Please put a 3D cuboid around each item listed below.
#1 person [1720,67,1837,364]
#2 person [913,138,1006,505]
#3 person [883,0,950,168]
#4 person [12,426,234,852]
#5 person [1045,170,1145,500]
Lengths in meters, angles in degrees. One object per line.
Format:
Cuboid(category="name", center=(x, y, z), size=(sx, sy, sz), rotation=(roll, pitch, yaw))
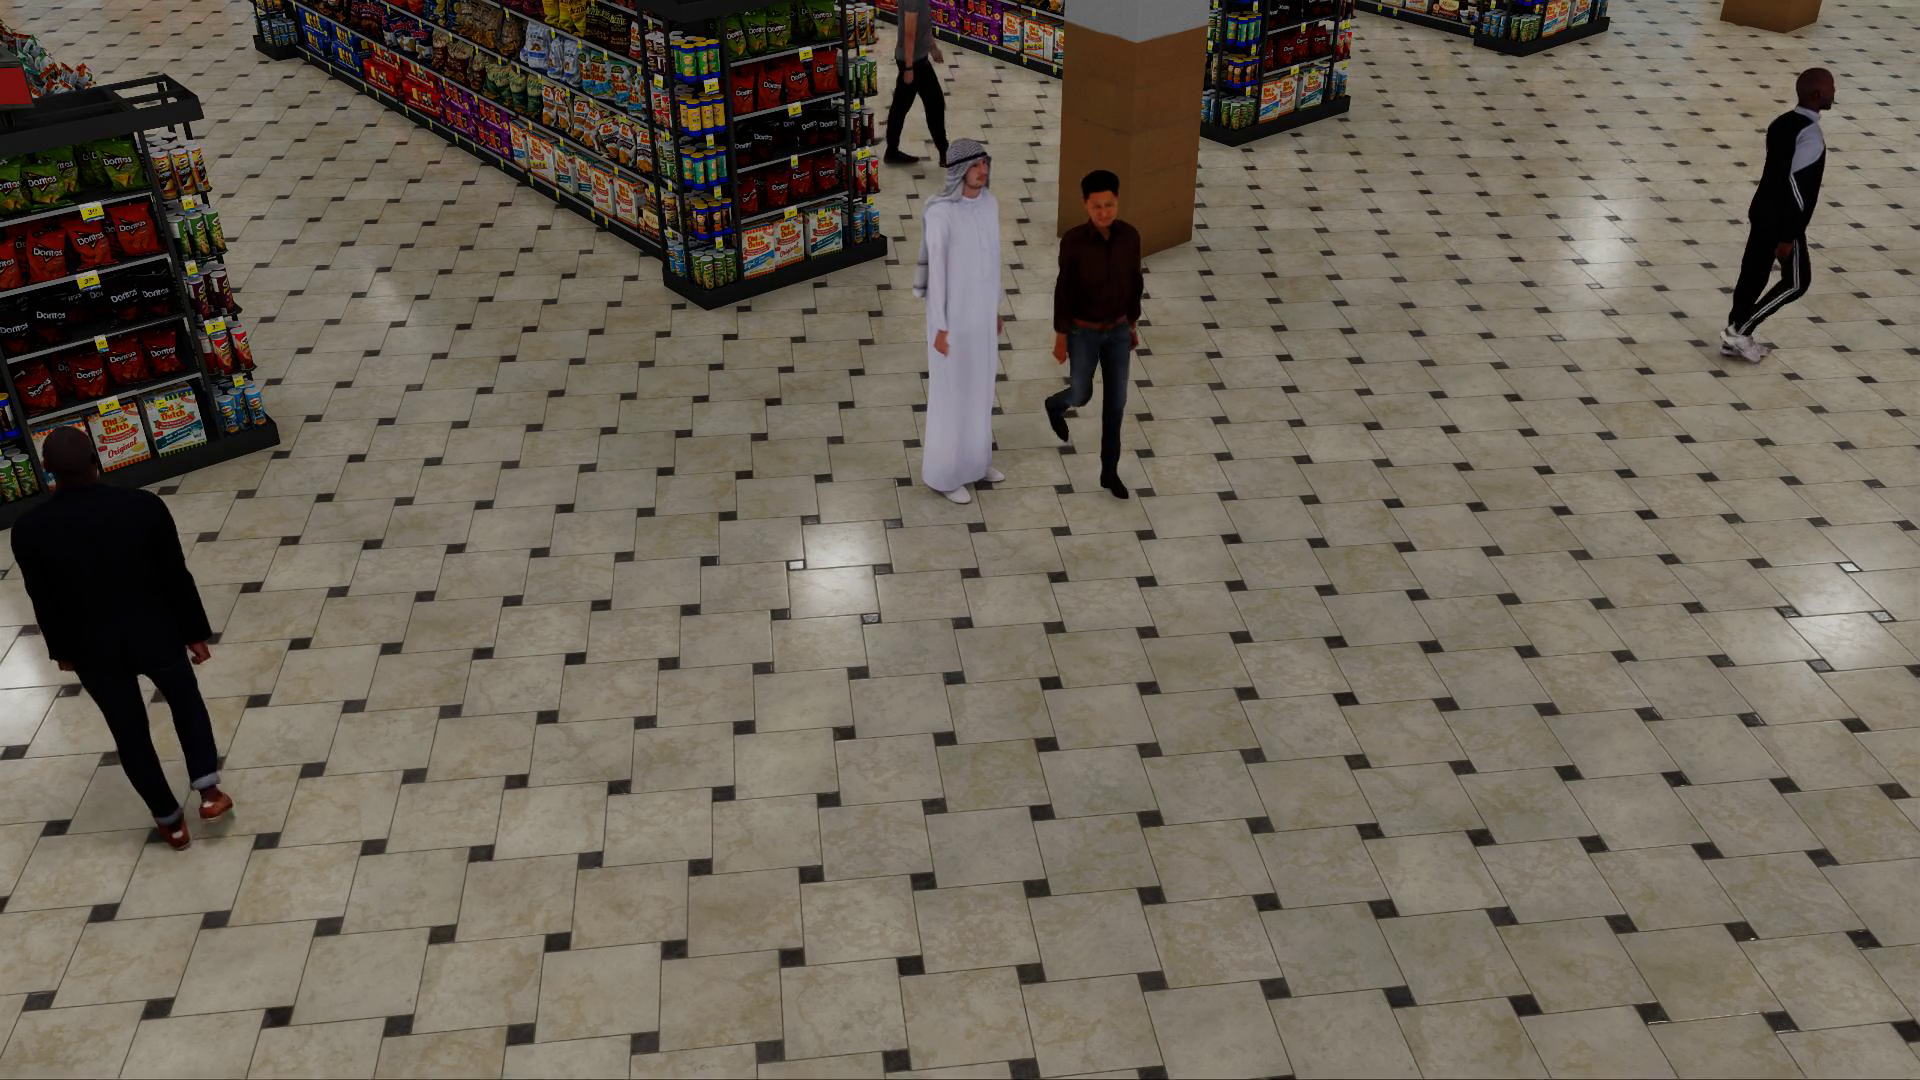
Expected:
Cuboid(category="person", center=(4.836, -1.927, 9.995), size=(0.878, 1.818, 0.805), rotation=(0, 32, 0))
Cuboid(category="person", center=(0.014, -1.150, 8.643), size=(0.692, 1.926, 0.740), rotation=(25, 40, 34))
Cuboid(category="person", center=(-0.445, -3.763, 13.032), size=(1.009, 1.727, 1.015), rotation=(-4, 32, -6))
Cuboid(category="person", center=(-3.096, 0.446, 6.191), size=(0.747, 1.807, 0.696), rotation=(-18, 36, -27))
Cuboid(category="person", center=(0.673, -1.119, 8.758), size=(0.880, 1.753, 1.137), rotation=(-13, 34, -19))
